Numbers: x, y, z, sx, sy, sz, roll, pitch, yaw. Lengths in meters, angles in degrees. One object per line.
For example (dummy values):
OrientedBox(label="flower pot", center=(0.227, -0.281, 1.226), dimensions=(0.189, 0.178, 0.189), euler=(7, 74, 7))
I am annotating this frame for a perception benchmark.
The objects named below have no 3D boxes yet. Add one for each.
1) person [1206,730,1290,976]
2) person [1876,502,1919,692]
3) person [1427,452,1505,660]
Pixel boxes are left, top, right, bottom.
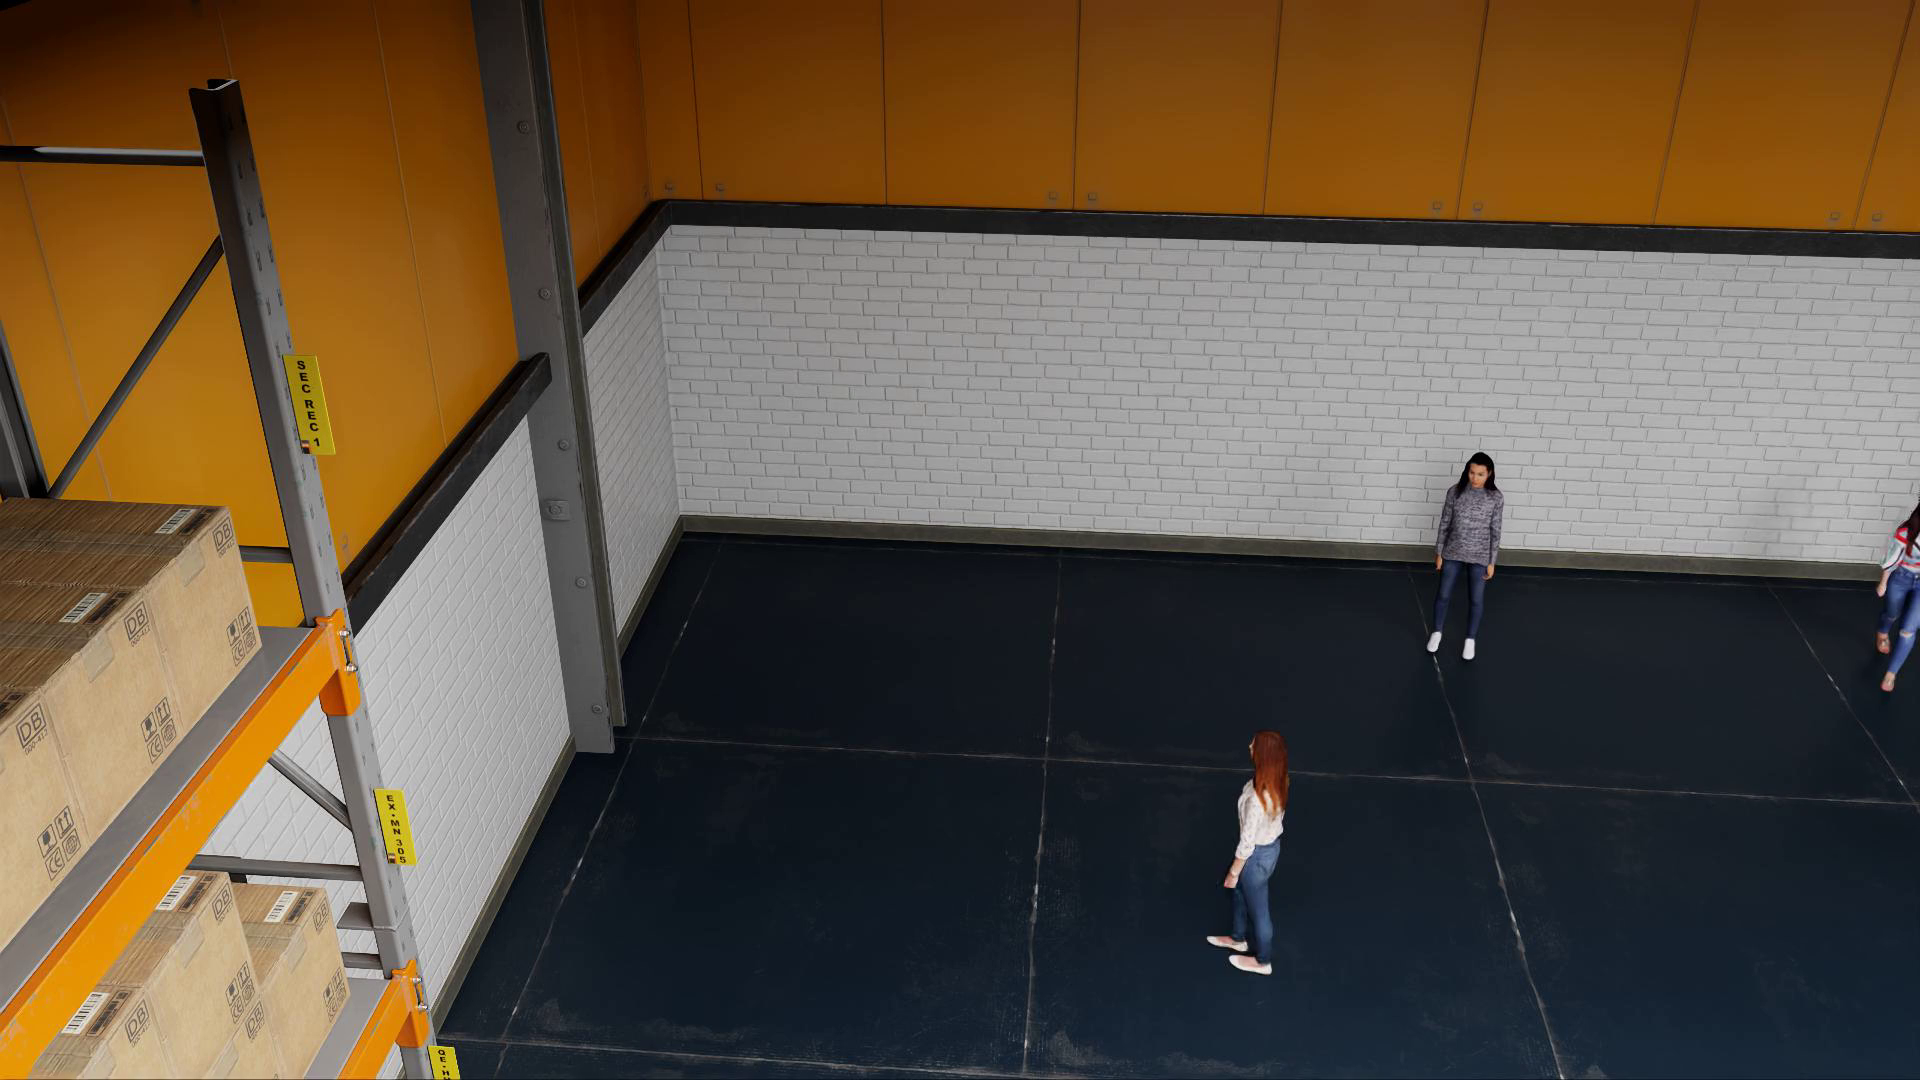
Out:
OrientedBox(label="person", center=(1.807, 1.842, 9.628), dimensions=(0.766, 1.719, 0.703), euler=(12, 31, 22))
OrientedBox(label="person", center=(7.210, 0.303, 12.610), dimensions=(0.875, 1.566, 1.146), euler=(12, 31, 21))
OrientedBox(label="person", center=(3.908, 0.103, 12.805), dimensions=(0.668, 1.730, 0.617), euler=(10, 30, 18))
